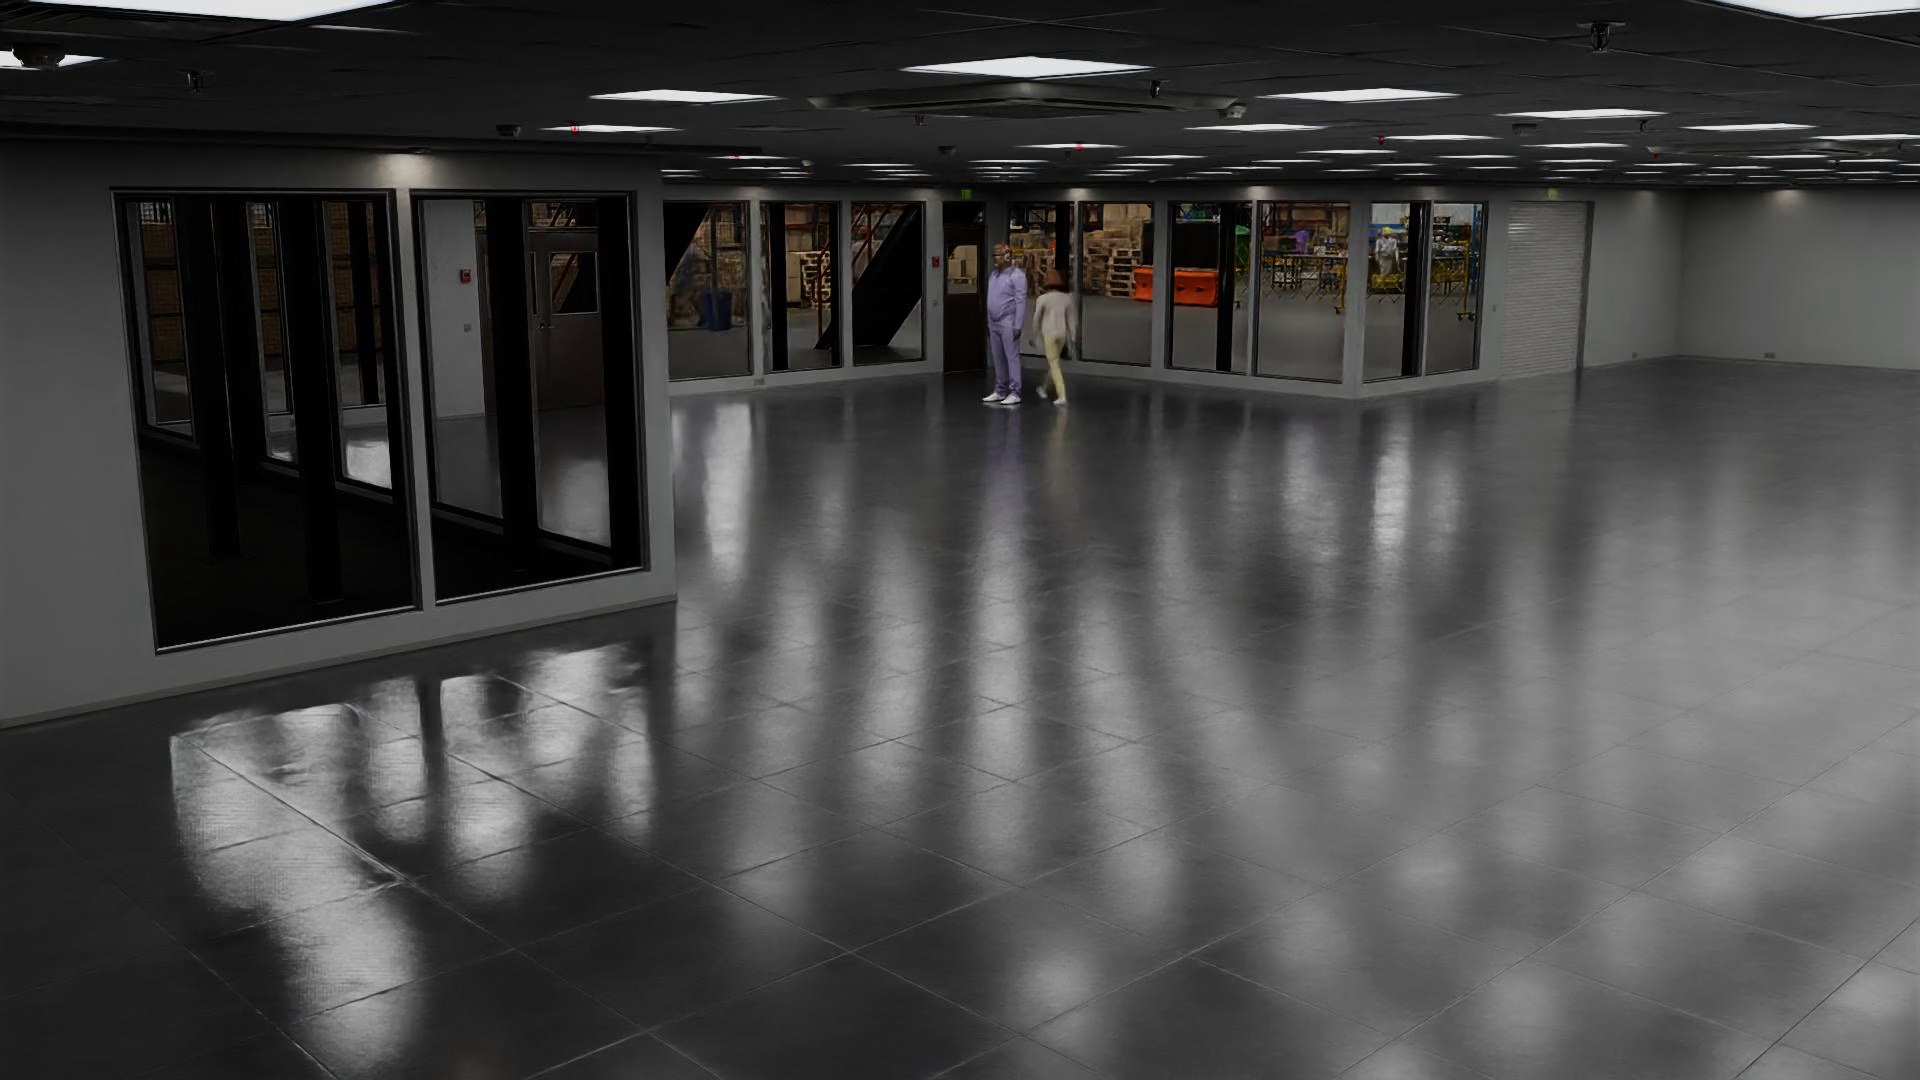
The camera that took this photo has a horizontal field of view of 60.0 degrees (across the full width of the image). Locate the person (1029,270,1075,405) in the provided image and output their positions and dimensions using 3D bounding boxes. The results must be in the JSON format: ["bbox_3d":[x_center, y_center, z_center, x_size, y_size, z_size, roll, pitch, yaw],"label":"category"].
[{"bbox_3d":[1.093,-2.423,19.904,0.511,1.584,0.873,-7,13,-30],"label":"person"}]

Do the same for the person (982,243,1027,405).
[{"bbox_3d":[0.516,-2.574,19.859,0.400,1.907,0.645,-7,13,-32],"label":"person"}]
